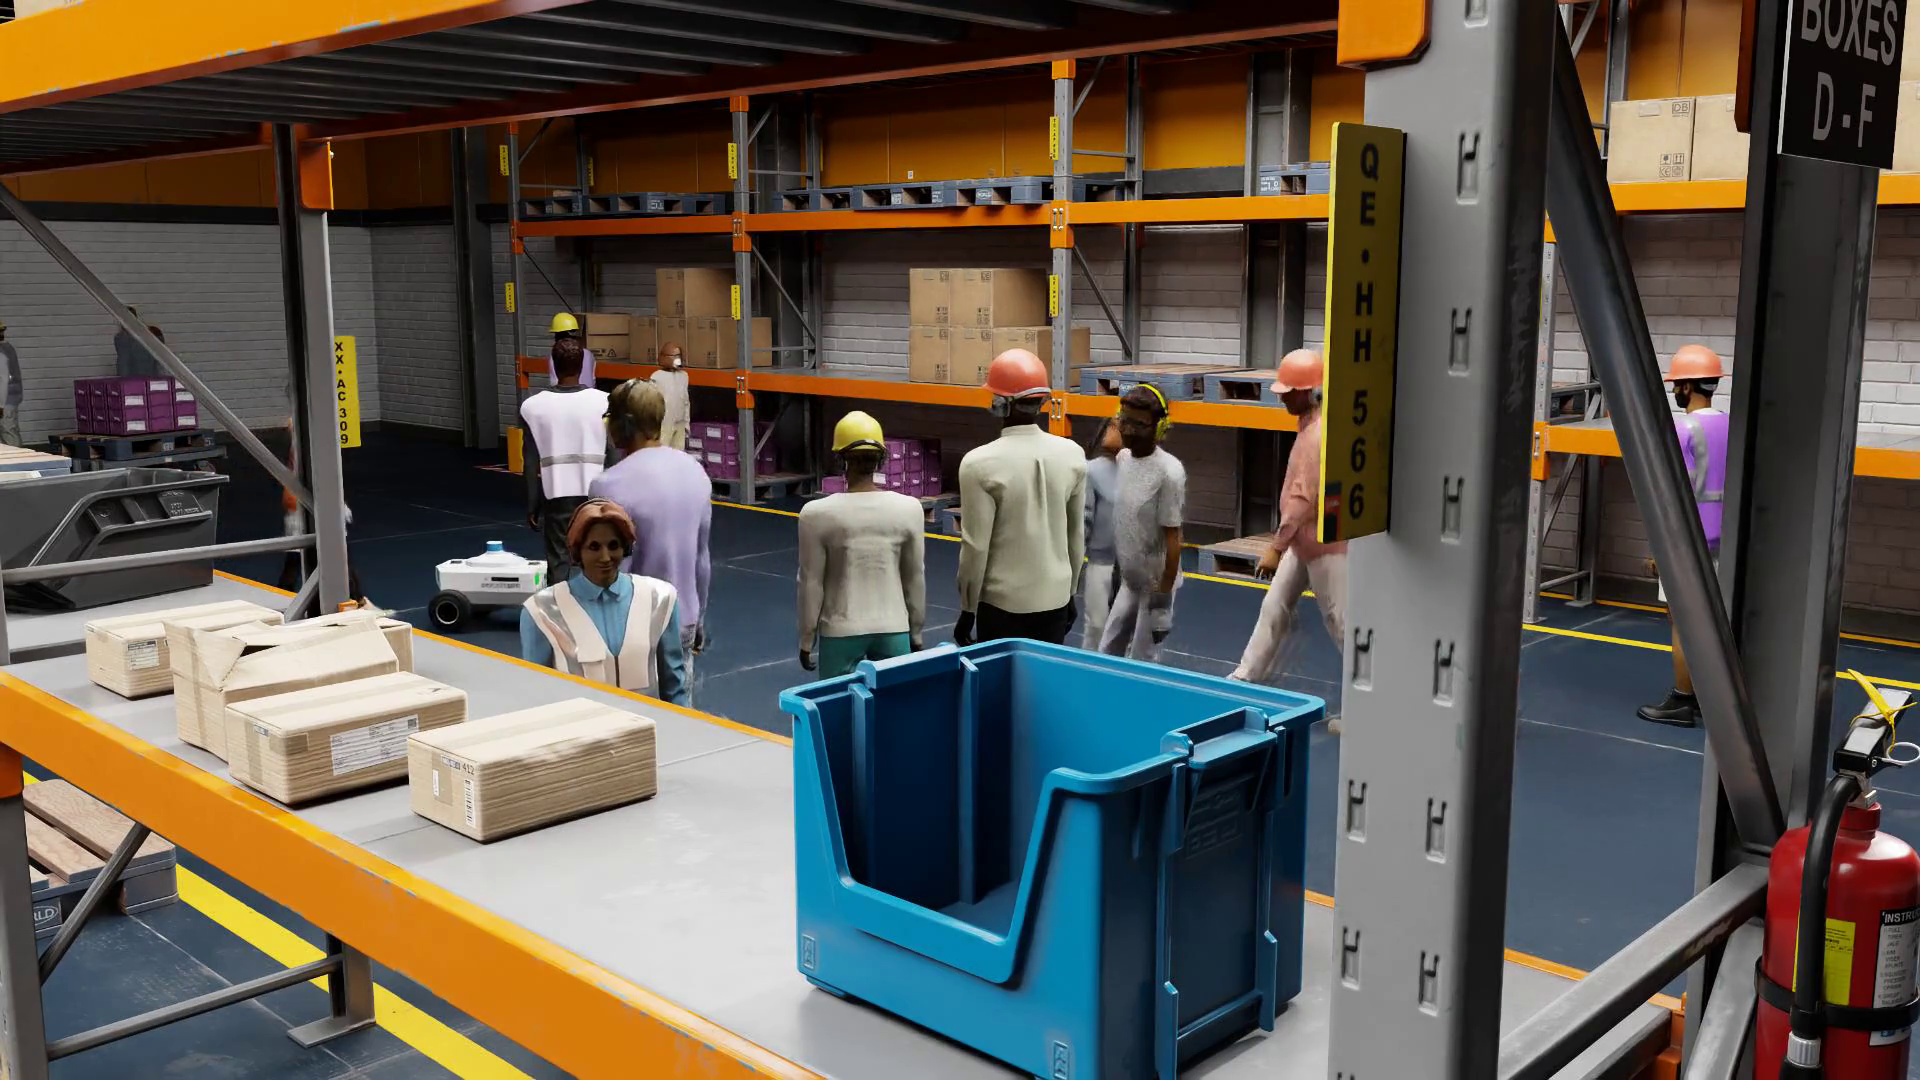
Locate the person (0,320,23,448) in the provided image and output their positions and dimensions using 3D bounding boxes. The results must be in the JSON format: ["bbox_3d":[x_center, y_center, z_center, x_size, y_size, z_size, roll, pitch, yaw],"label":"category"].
[{"bbox_3d":[-10.264,-1.489,17.809,0.404,1.823,0.591,-4,10,-21],"label":"person"}]

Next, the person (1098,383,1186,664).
[{"bbox_3d":[0.729,0.224,7.307,0.457,1.838,0.656,-4,10,-21],"label":"person"}]

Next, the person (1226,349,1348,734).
[{"bbox_3d":[1.691,0.022,8.256,1.027,1.922,0.594,1,9,4],"label":"person"}]

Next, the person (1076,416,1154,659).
[{"bbox_3d":[0.823,0.126,8.533,0.524,1.635,0.320,-1,9,-9],"label":"person"}]

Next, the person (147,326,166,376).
[{"bbox_3d":[-9.736,-1.784,20.203,0.548,1.623,0.398,9,13,43],"label":"person"}]

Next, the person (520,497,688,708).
[{"bbox_3d":[-1.081,0.680,5.094,0.513,1.635,0.311,-5,10,-27],"label":"person"}]

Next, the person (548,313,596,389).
[{"bbox_3d":[-3.573,-1.120,15.270,0.401,1.919,0.588,4,10,24],"label":"person"}]

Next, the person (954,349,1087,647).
[{"bbox_3d":[0.240,0.226,6.757,0.609,1.997,0.375,-6,11,-34],"label":"person"}]

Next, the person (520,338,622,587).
[{"bbox_3d":[-2.304,-0.243,9.927,0.582,1.910,0.391,-2,9,-12],"label":"person"}]

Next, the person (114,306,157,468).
[{"bbox_3d":[-9.200,-1.660,18.613,0.456,1.903,0.660,2,9,12],"label":"person"}]

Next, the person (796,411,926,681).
[{"bbox_3d":[-0.393,0.370,6.615,0.529,1.759,0.343,-3,10,-20],"label":"person"}]

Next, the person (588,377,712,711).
[{"bbox_3d":[-1.104,0.342,6.333,0.784,1.919,0.635,5,11,28],"label":"person"}]

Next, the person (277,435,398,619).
[{"bbox_3d":[-3.966,-0.212,10.467,0.817,1.664,0.550,-2,9,-11],"label":"person"}]

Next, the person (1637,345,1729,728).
[{"bbox_3d":[3.695,-0.020,8.456,0.552,1.932,0.377,-6,11,-34],"label":"person"}]

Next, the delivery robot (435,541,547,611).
[{"bbox_3d":[-2.993,0.250,10.736,0.707,0.478,0.477,1,9,5],"label":"delivery robot"}]

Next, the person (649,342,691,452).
[{"bbox_3d":[-2.766,-1.076,15.882,0.286,1.626,0.493,6,11,33],"label":"person"}]
